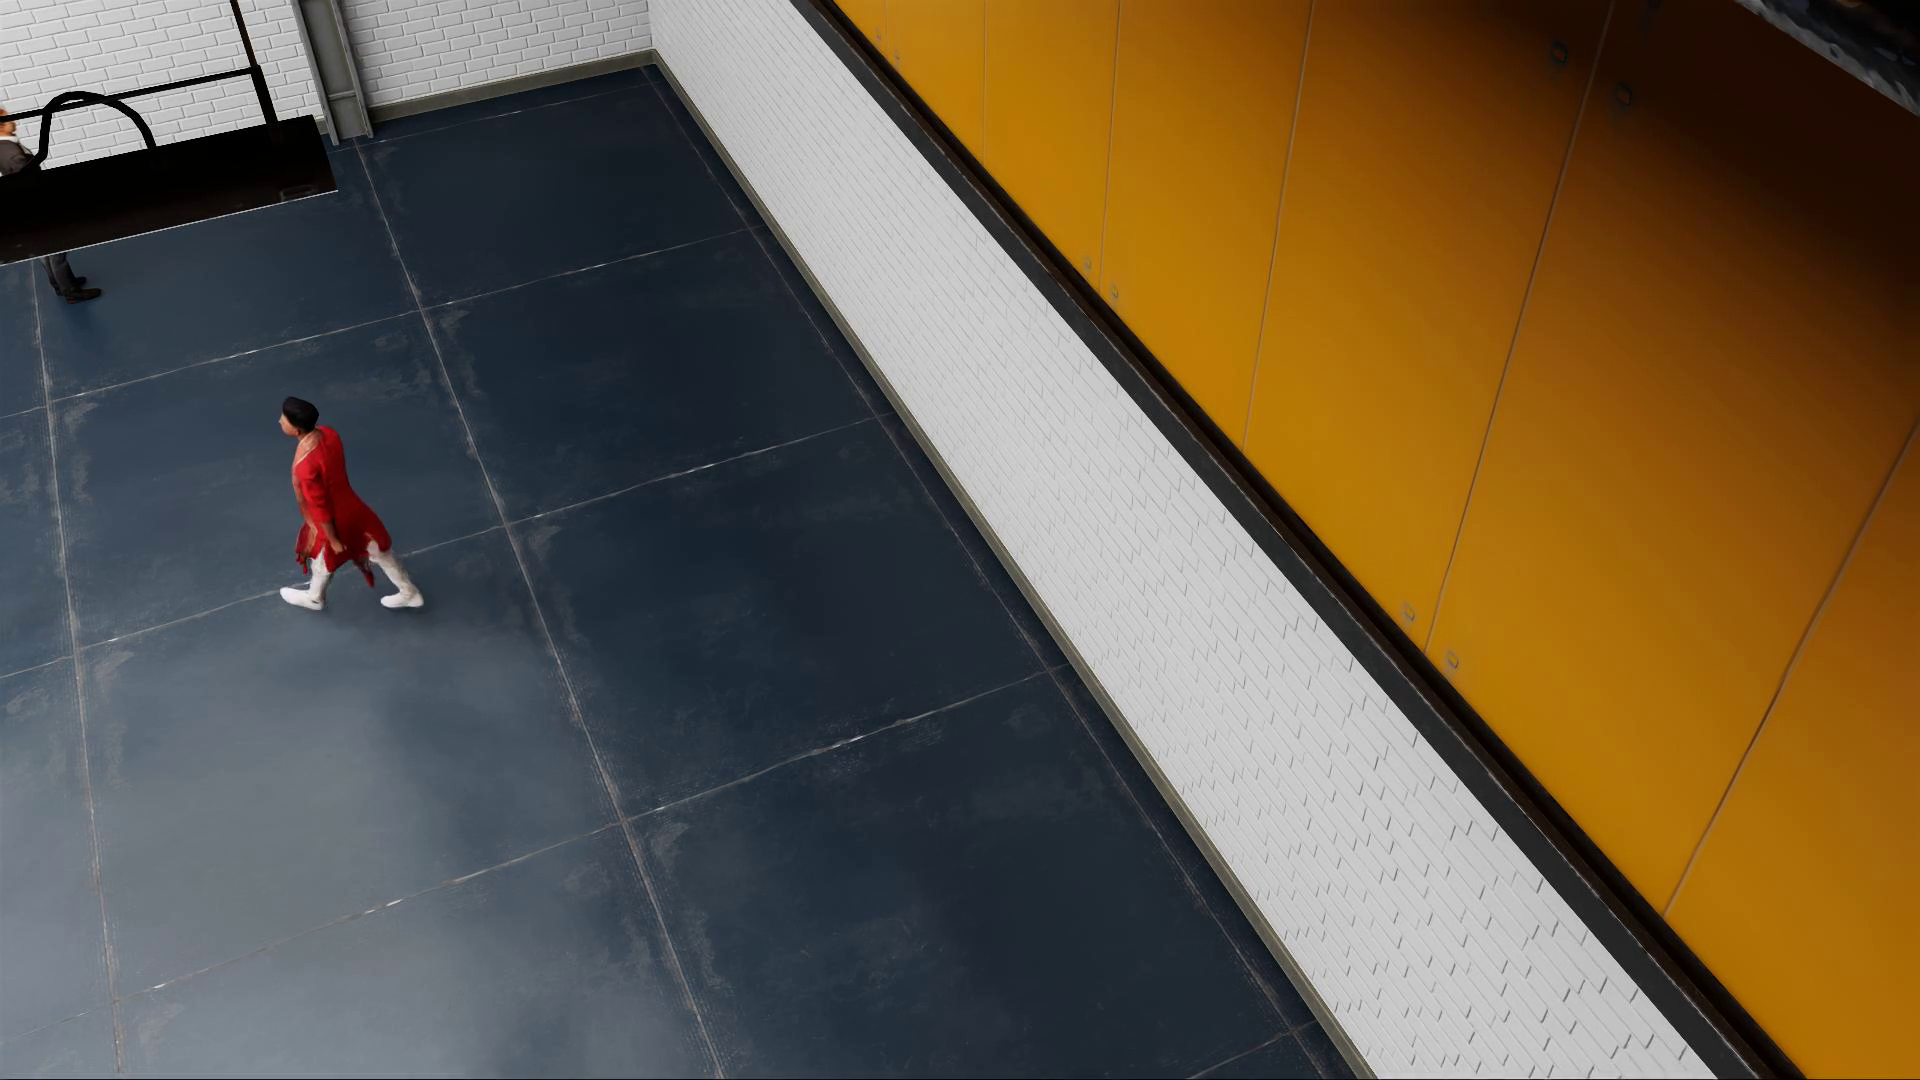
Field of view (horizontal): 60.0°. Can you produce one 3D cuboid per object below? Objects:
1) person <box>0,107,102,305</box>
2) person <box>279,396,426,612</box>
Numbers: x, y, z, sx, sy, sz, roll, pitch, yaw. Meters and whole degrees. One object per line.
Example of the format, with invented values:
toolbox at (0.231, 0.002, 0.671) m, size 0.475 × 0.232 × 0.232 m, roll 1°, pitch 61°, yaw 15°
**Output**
person at (-7.732, -2.811, 13.899) m, size 0.756 × 1.804 × 0.688 m, roll 32°, pitch 52°, yaw 29°
person at (-4.061, -0.173, 11.111) m, size 1.302 × 1.831 × 1.105 m, roll 5°, pitch 44°, yaw 5°
